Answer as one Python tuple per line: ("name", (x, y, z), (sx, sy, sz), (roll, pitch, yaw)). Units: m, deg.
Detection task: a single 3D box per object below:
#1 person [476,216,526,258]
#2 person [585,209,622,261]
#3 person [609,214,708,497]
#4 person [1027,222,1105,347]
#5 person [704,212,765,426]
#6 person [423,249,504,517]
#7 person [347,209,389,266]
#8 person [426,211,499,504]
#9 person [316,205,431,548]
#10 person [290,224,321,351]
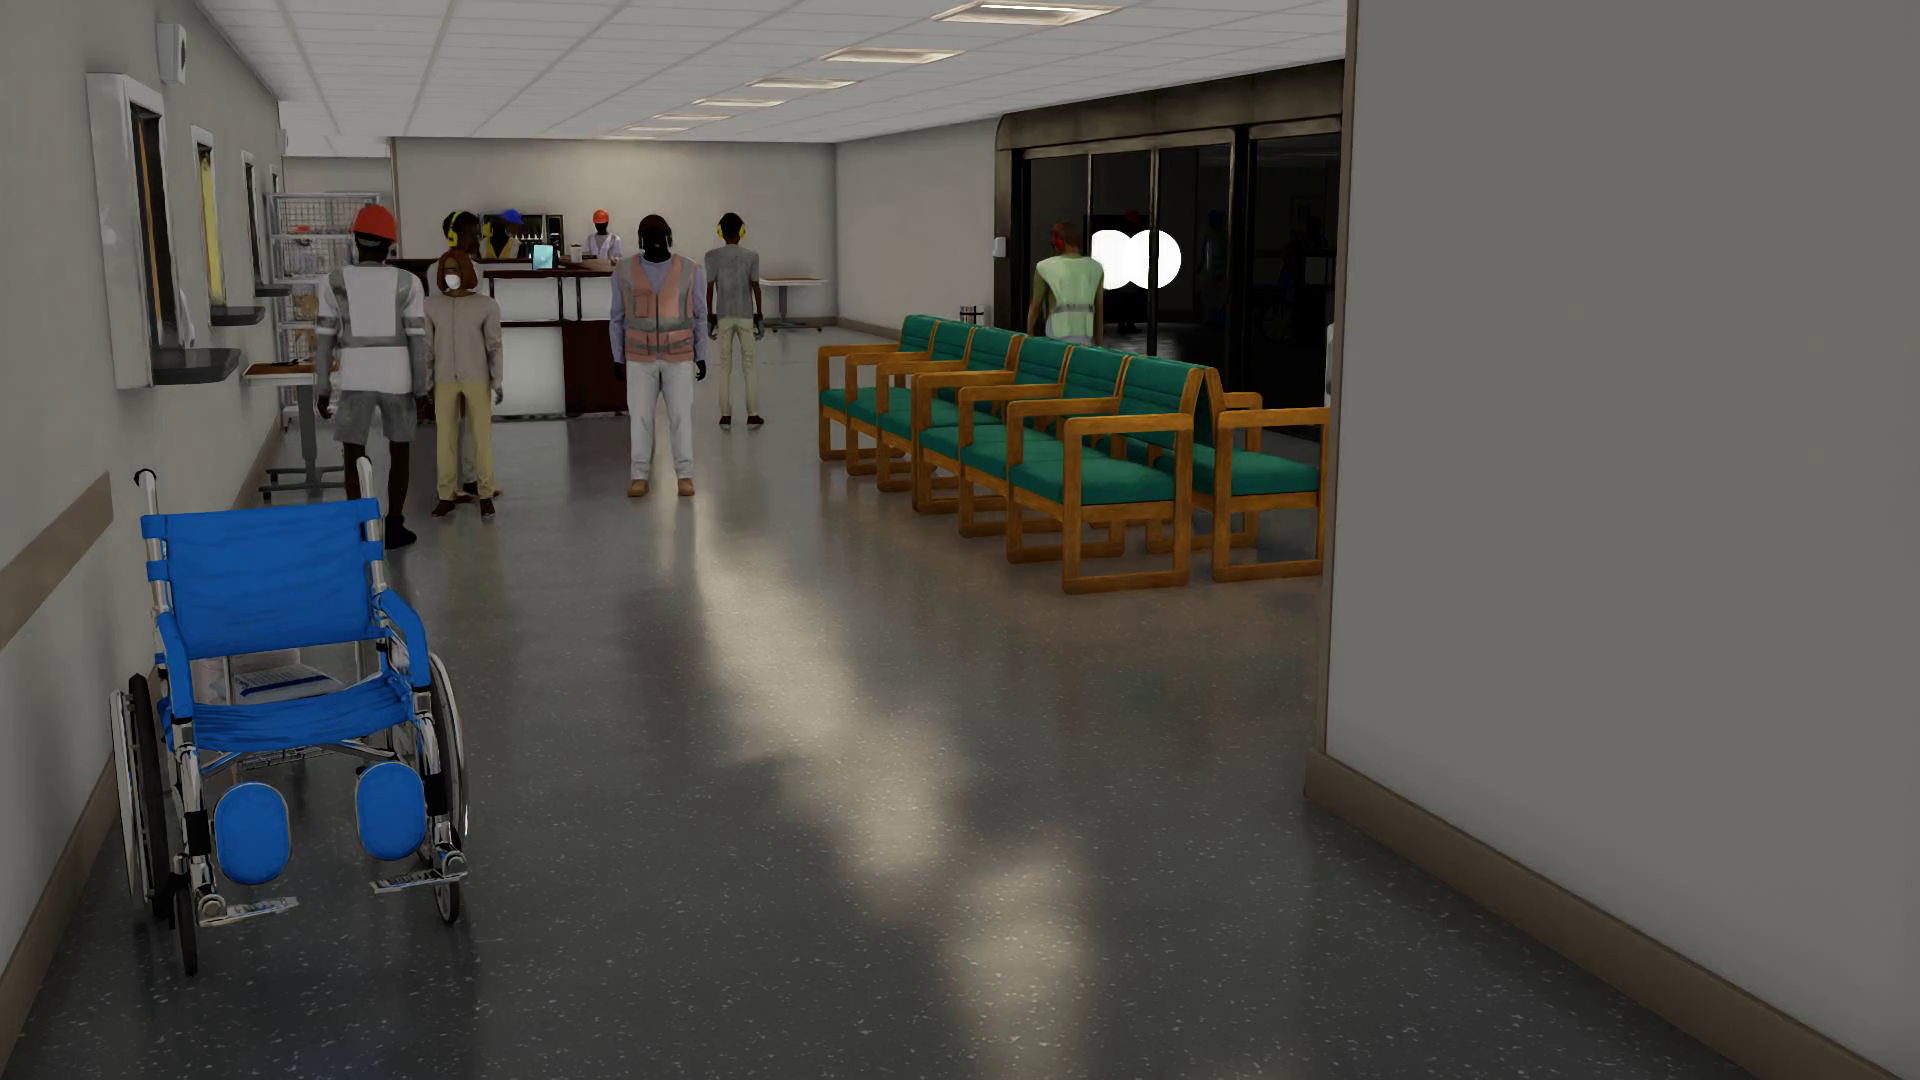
("person", (-5.709, -3.102, 20.717), (0.618, 1.836, 0.431), (-1, 11, -5))
("person", (-5.049, -3.704, 23.545), (0.545, 1.929, 0.390), (2, 11, 11))
("person", (-1.970, -1.197, 10.903), (0.636, 1.842, 0.429), (-1, 11, -7))
("person", (0.829, -1.568, 12.952), (0.564, 1.786, 0.938), (-4, 12, -22))
("person", (-1.972, -1.923, 14.575), (0.519, 1.865, 0.326), (0, 11, -1))
("person", (-3.047, -0.953, 10.184), (0.500, 1.634, 0.286), (-1, 11, -4))
("person", (-9.094, -4.104, 25.550), (0.625, 1.943, 0.407), (2, 11, 12))
("person", (-3.196, -1.167, 10.731), (0.341, 1.863, 0.603), (5, 12, 22))
("person", (-3.188, -0.848, 9.010), (0.608, 1.899, 0.673), (-4, 12, -19))
("person", (-8.882, -3.386, 22.448), (0.593, 1.723, 0.696), (6, 12, 28))
